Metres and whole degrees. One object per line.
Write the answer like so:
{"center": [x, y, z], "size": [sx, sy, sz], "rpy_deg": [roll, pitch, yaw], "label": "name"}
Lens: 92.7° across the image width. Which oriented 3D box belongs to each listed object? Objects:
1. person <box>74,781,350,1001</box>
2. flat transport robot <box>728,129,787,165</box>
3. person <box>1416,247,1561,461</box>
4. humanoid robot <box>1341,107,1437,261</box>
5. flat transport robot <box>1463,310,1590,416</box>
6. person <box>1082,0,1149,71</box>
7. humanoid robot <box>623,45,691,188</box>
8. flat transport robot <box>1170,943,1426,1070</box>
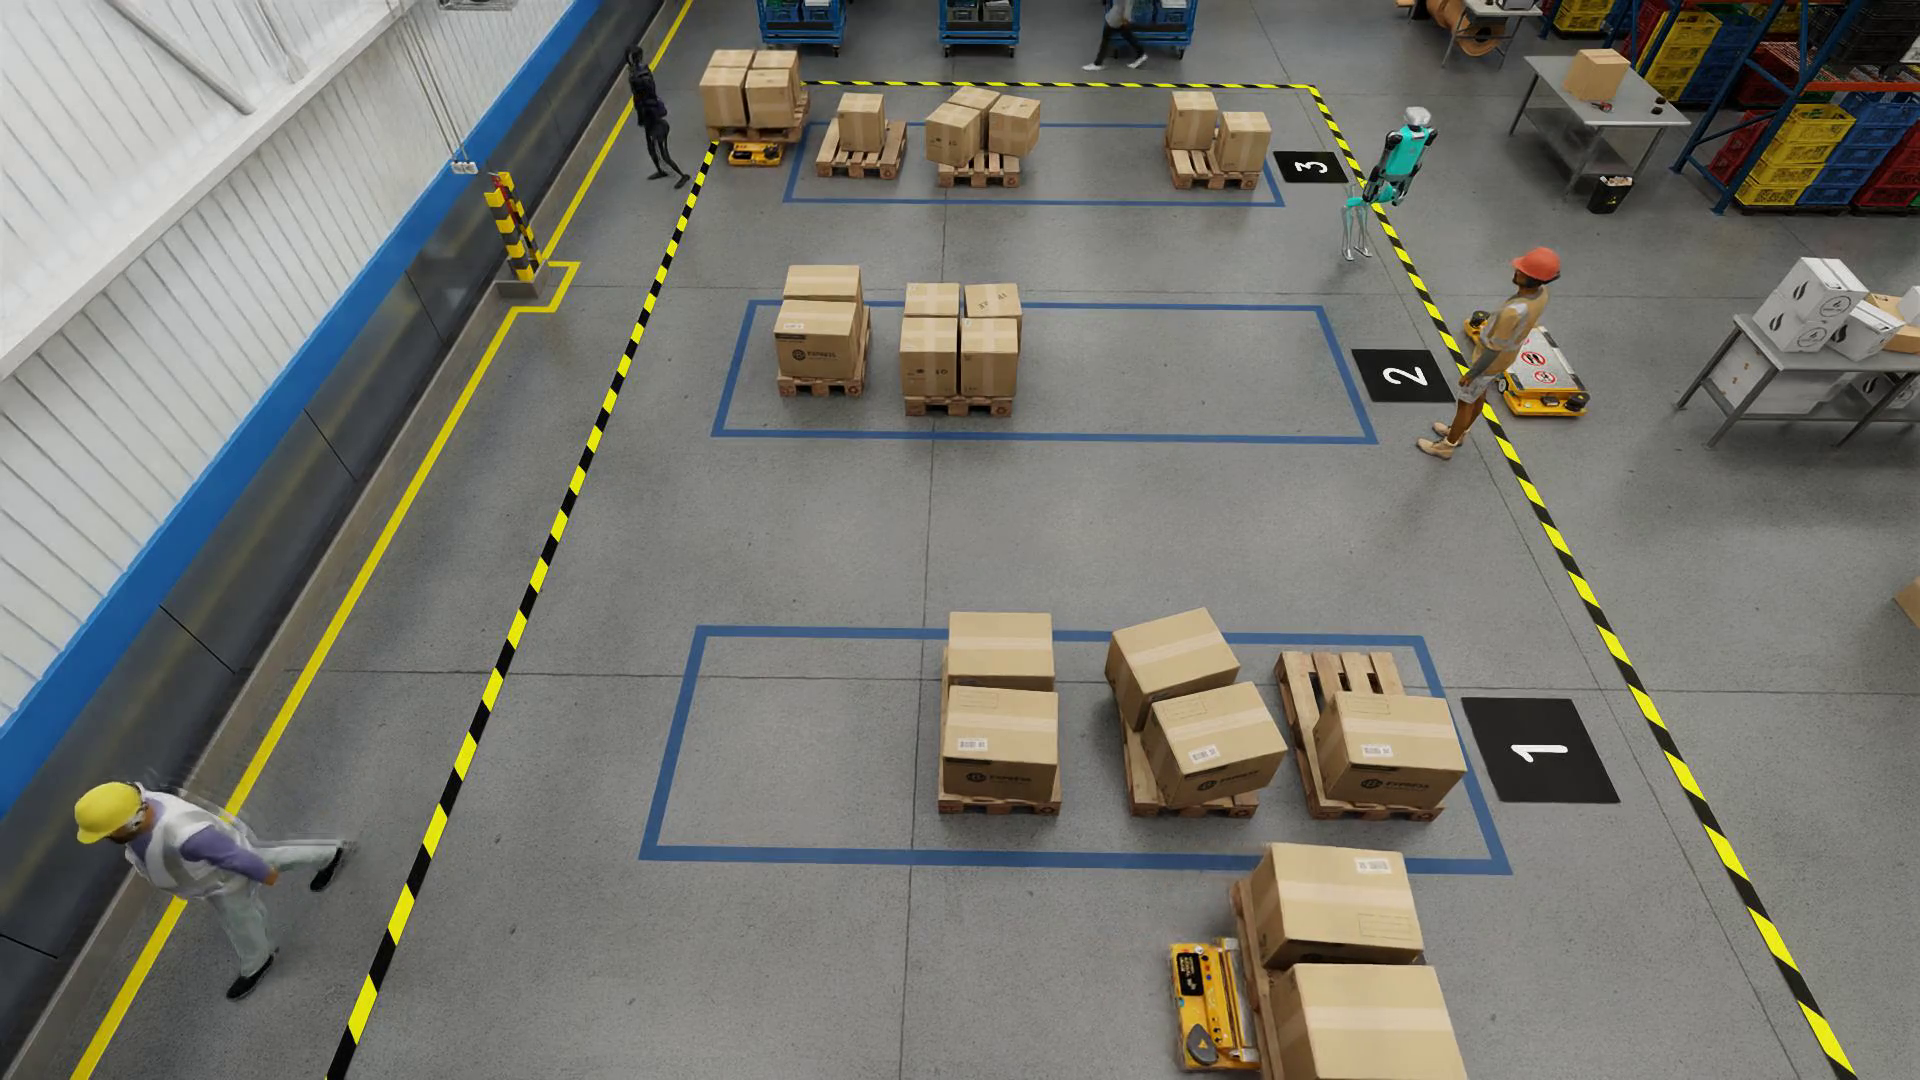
{"center": [-4.097, 1.758, 5.009], "size": [0.609, 1.784, 0.938], "rpy_deg": [19, 52, 16], "label": "person"}
{"center": [-2.645, -5.436, 12.220], "size": [0.652, 0.197, 1.431], "rpy_deg": [1, 49, 1], "label": "flat transport robot"}
{"center": [4.428, -1.527, 7.680], "size": [0.606, 2.048, 0.366], "rpy_deg": [-35, 58, -27], "label": "person"}
{"center": [4.471, -3.847, 9.807], "size": [0.533, 1.671, 0.735], "rpy_deg": [-11, 50, -9], "label": "humanoid robot"}
{"center": [5.573, -1.757, 9.054], "size": [0.659, 0.231, 1.431], "rpy_deg": [1, 49, 1], "label": "flat transport robot"}
{"center": [2.354, -7.700, 13.180], "size": [0.939, 1.811, 0.591], "rpy_deg": [7, 49, 6], "label": "person"}
{"center": [-3.677, -5.091, 11.007], "size": [0.399, 1.635, 0.584], "rpy_deg": [-36, 58, -27], "label": "humanoid robot"}
{"center": [1.973, 2.644, 5.226], "size": [1.431, 0.197, 0.652], "rpy_deg": [1, 49, 1], "label": "flat transport robot"}
